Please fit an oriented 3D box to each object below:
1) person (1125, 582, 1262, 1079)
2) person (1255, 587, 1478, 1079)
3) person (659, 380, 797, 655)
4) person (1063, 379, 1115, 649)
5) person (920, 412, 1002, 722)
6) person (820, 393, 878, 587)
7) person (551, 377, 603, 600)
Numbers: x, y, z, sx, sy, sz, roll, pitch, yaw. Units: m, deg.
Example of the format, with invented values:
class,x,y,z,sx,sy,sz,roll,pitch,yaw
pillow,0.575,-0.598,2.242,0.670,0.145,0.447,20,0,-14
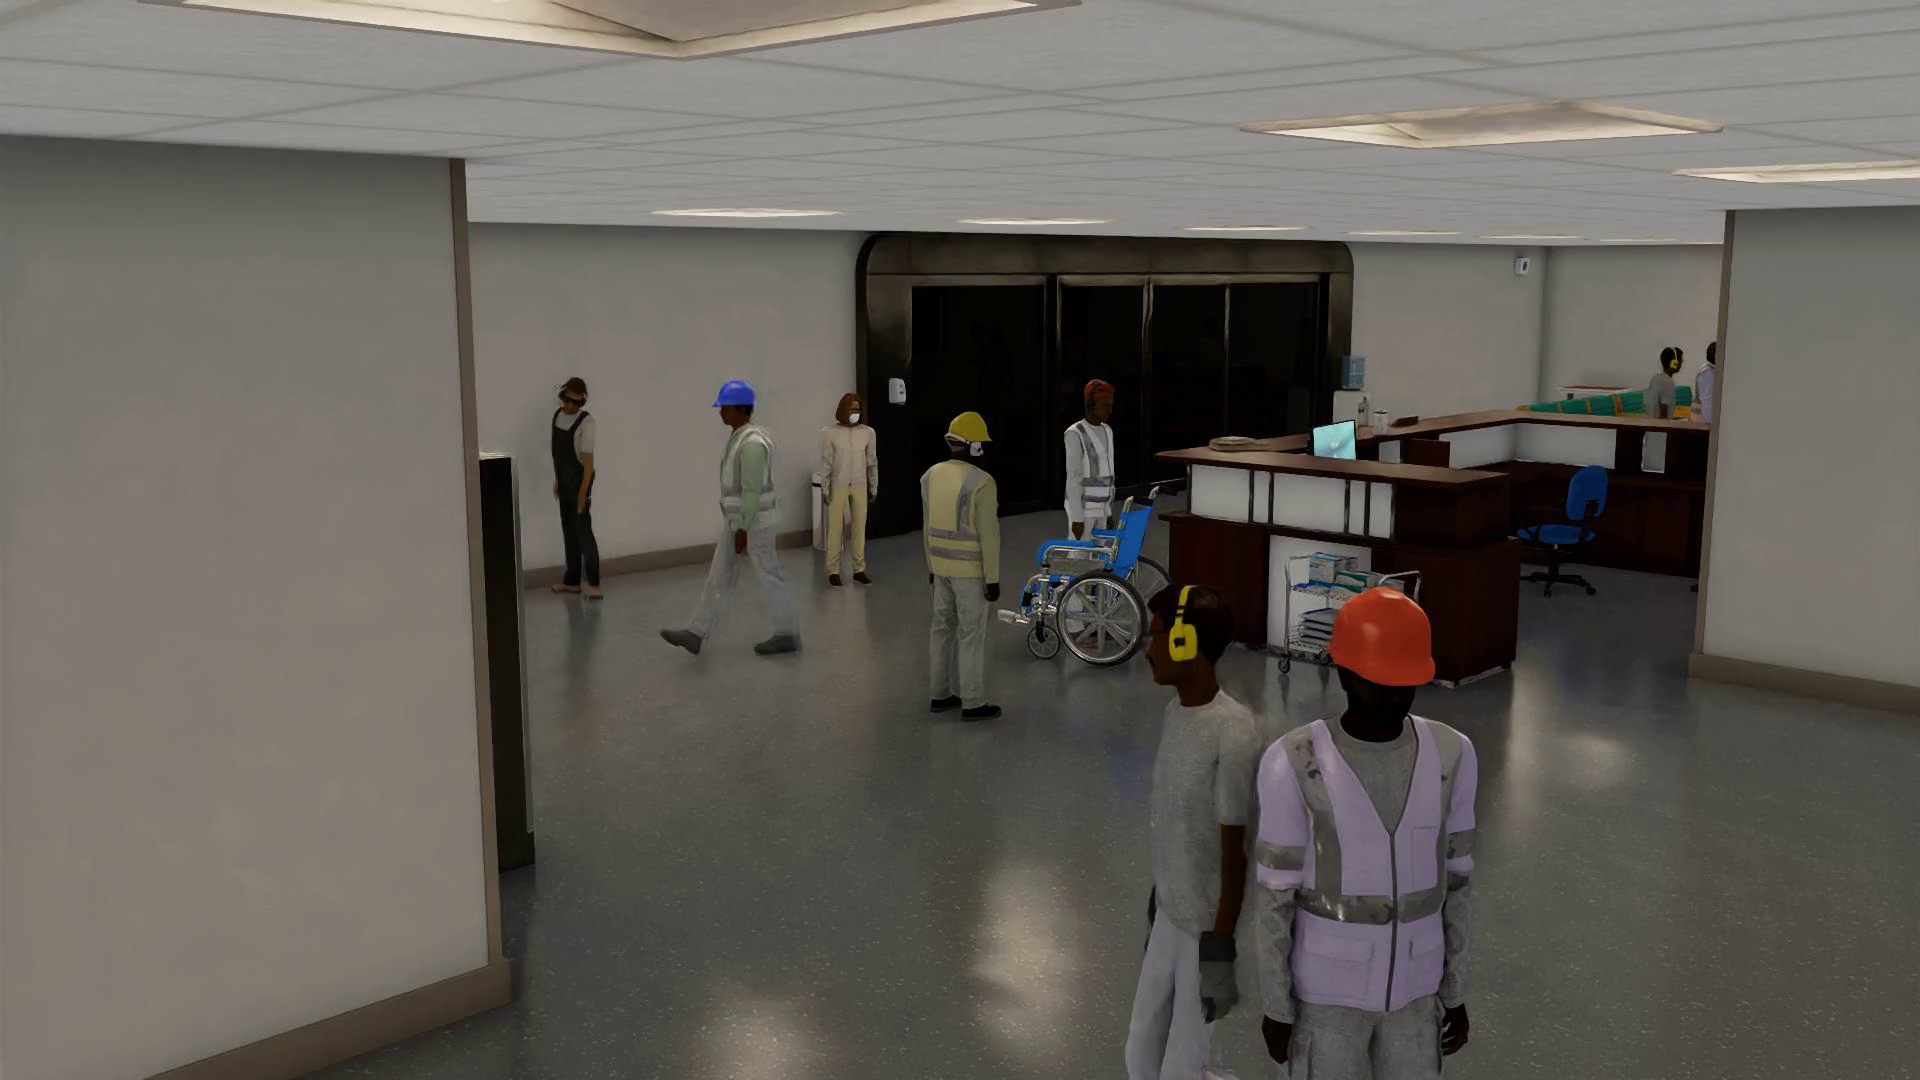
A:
class,x,y,z,sx,sy,sz,roll,pitch,yaw
person,0.611,1.030,4.430,0.614,1.827,0.548,-3,10,-18
person,0.977,1.056,3.994,0.539,1.929,0.384,-2,9,-10
person,-1.558,-0.130,11.318,0.965,1.896,0.639,-4,10,-24
person,0.926,-0.193,11.760,0.359,1.887,0.573,6,11,31
person,0.025,0.156,9.828,0.403,1.824,0.597,-8,12,-42
person,-0.929,-0.422,13.981,0.504,1.628,0.285,-4,10,-23
person,-3.151,-0.420,13.438,0.665,1.807,0.345,9,13,44
